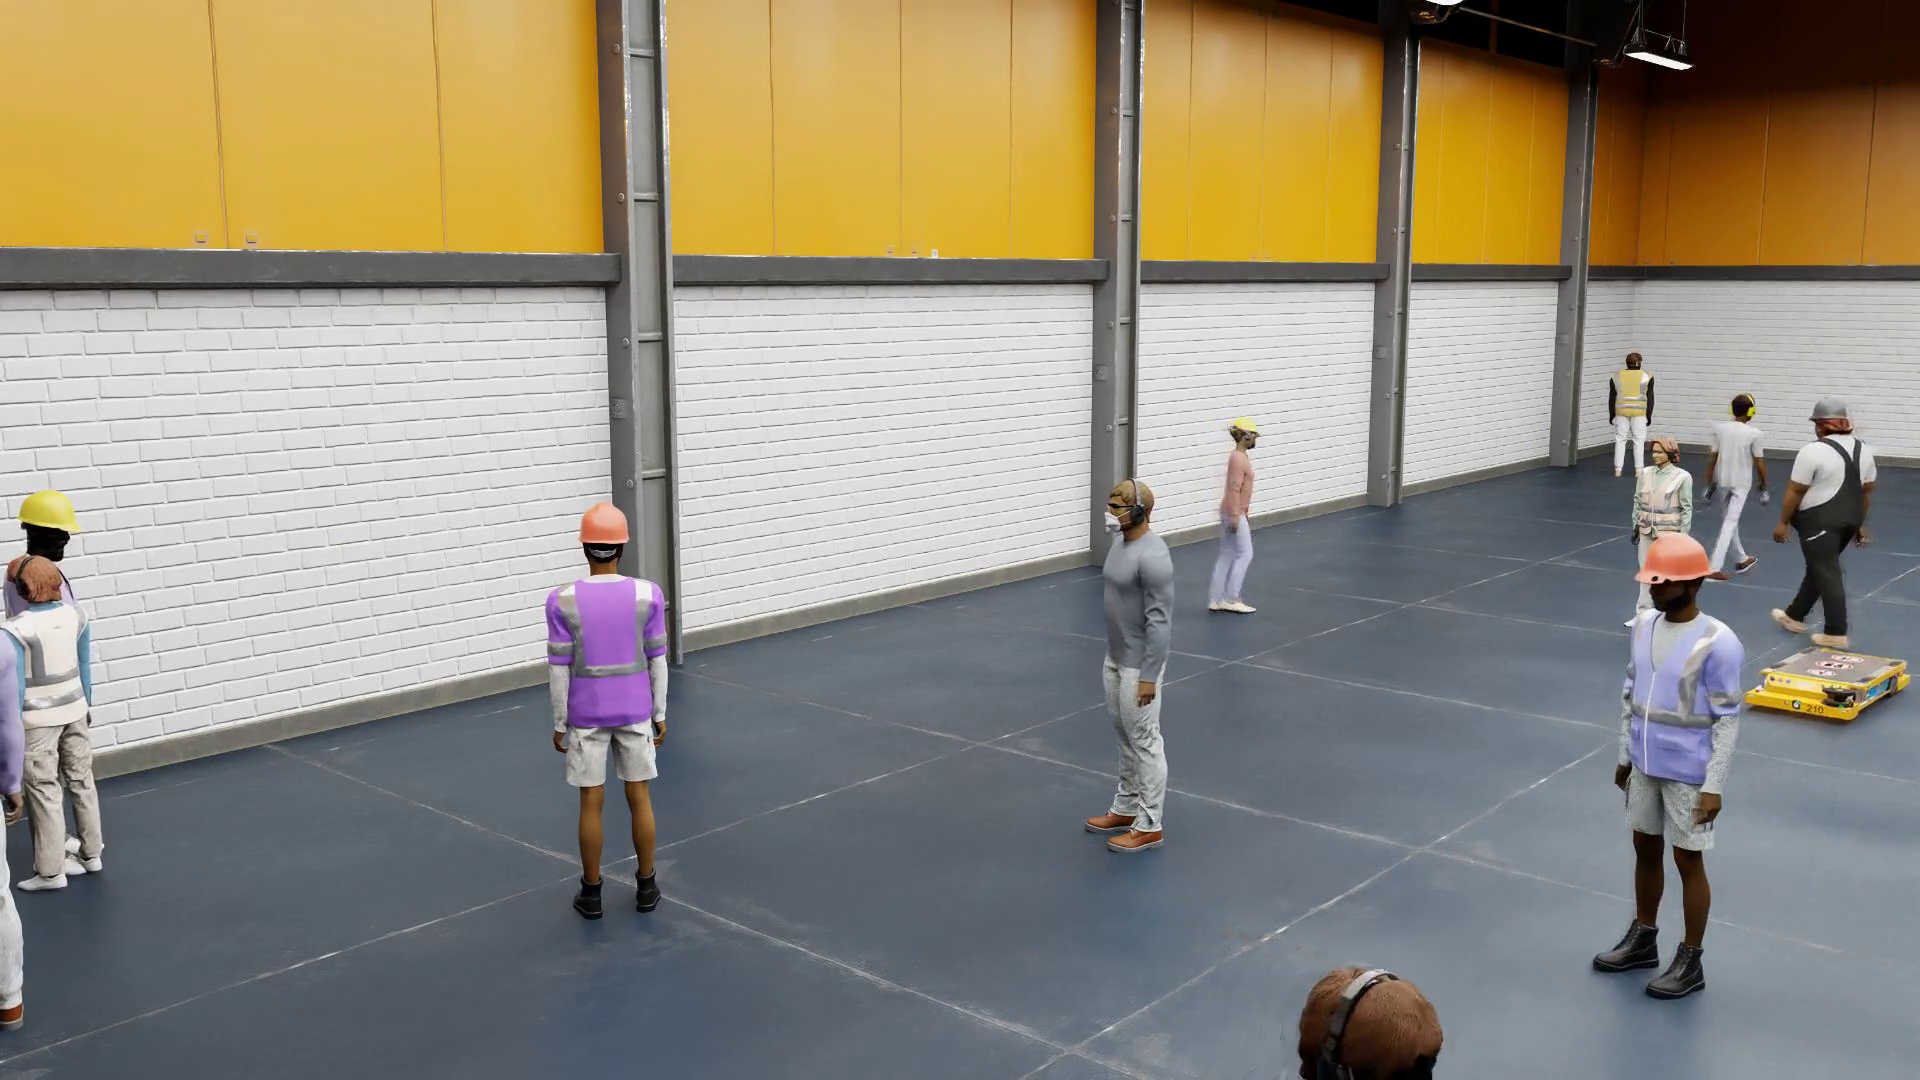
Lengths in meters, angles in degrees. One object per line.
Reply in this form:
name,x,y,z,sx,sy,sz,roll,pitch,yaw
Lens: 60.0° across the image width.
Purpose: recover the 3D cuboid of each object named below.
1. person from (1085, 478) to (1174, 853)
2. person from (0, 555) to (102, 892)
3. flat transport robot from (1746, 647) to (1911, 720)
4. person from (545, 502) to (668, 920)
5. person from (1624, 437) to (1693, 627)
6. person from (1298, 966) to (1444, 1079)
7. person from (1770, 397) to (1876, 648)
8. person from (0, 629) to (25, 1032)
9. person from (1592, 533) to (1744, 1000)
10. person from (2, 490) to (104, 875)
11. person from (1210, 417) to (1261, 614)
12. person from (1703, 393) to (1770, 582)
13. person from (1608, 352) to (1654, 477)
person,0.895,0.641,8.651,0.366,1.939,0.635,-2,9,-15
person,-4.419,0.883,8.072,0.308,1.637,0.529,3,9,16
flat transport robot,6.126,0.987,11.697,0.652,0.197,1.431,9,12,43
person,-1.629,0.791,7.714,0.545,1.938,0.361,-3,10,-18
person,5.852,-0.046,13.903,0.309,1.638,0.522,-6,11,-32
person,0.716,1.620,2.867,0.664,1.821,0.608,-8,12,-42
person,6.942,-0.184,13.515,0.698,2.000,0.959,-4,10,-23
person,-3.928,1.001,6.394,0.371,1.940,0.627,9,12,43
person,2.918,0.925,6.881,0.378,1.932,0.551,-4,10,-22
person,-4.532,0.707,8.309,0.381,1.917,0.585,-3,10,-21
person,2.434,-0.216,14.686,0.466,1.732,0.559,1,9,4
person,7.657,-0.518,16.291,0.996,1.814,0.519,-6,11,-34
person,9.917,-1.846,24.588,0.624,1.841,0.430,5,10,29
